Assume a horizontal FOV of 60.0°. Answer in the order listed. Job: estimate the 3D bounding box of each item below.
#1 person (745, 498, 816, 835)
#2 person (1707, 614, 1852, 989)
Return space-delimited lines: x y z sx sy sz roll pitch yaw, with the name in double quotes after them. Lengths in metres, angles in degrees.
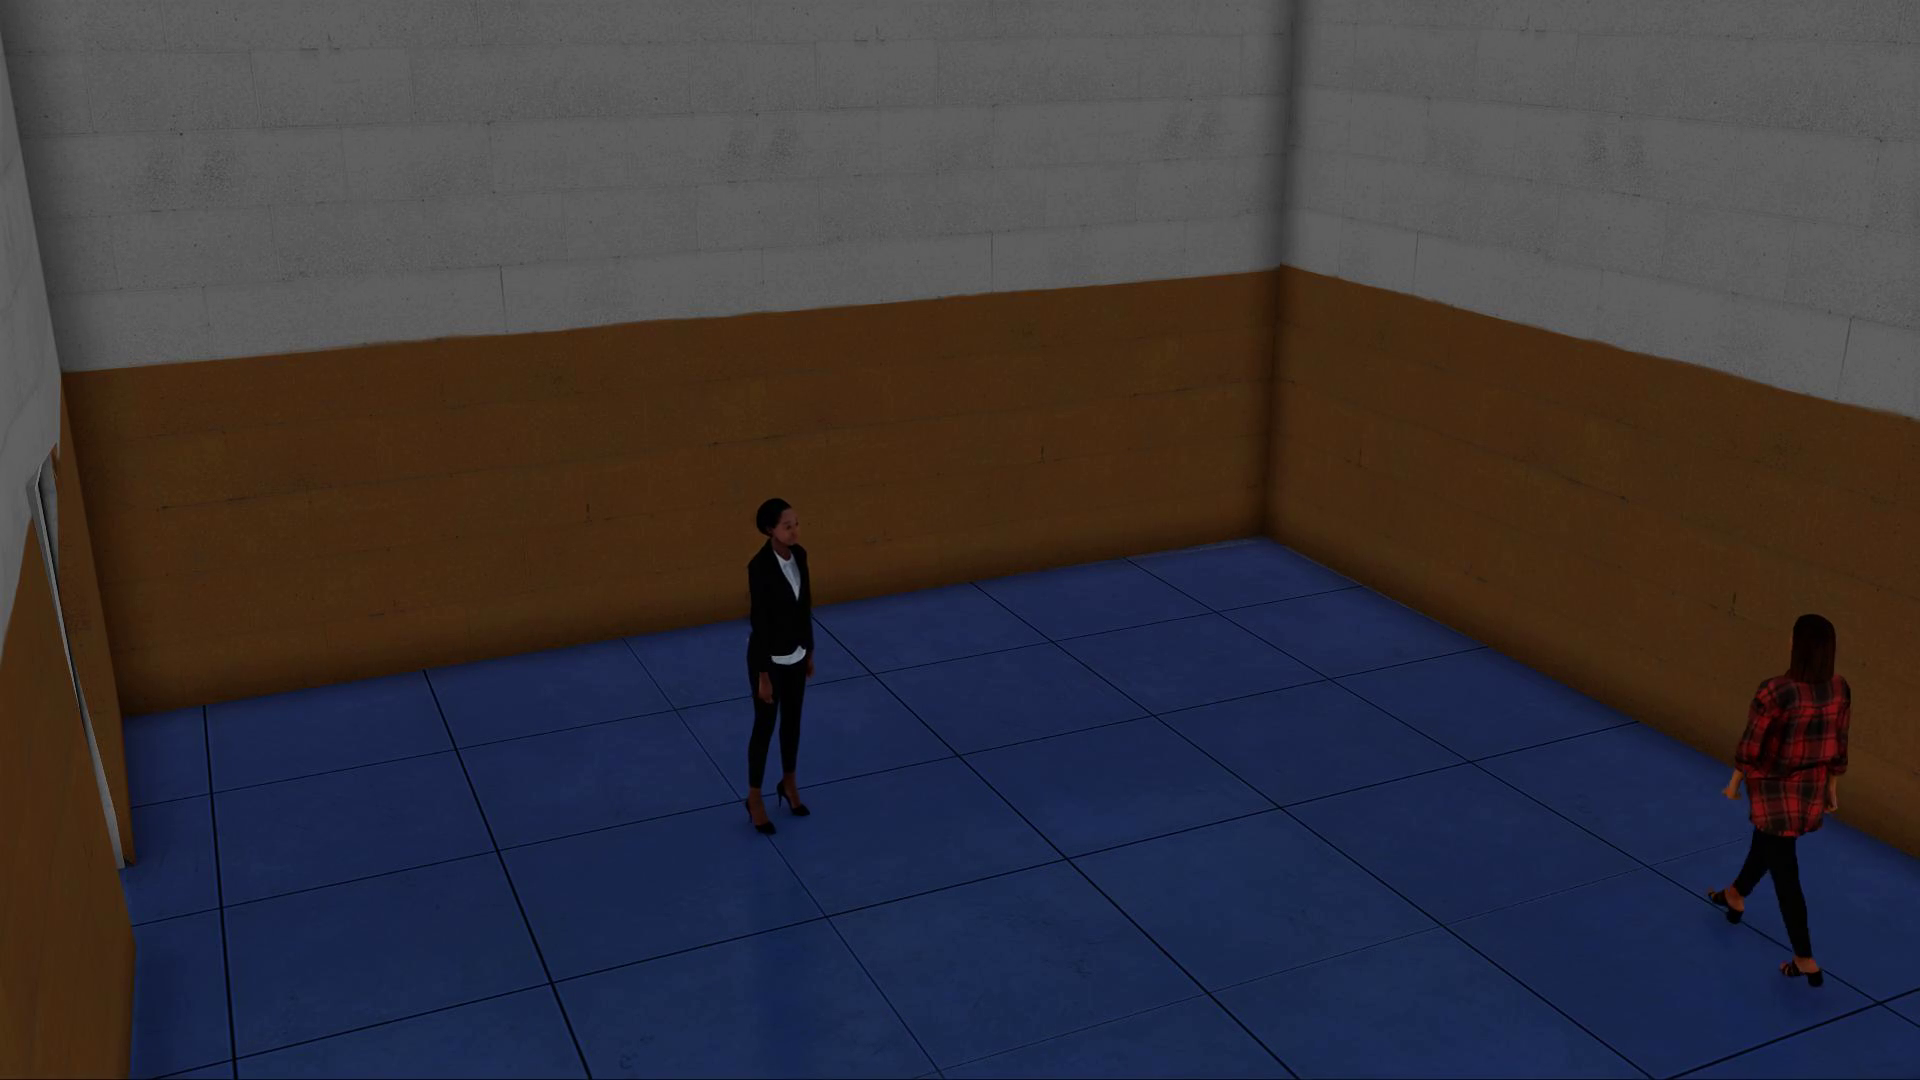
-0.958 0.656 8.711 0.735 1.830 0.629 13 23 35 "person"
3.731 1.180 7.419 1.076 1.663 0.855 -3 19 -10 "person"
